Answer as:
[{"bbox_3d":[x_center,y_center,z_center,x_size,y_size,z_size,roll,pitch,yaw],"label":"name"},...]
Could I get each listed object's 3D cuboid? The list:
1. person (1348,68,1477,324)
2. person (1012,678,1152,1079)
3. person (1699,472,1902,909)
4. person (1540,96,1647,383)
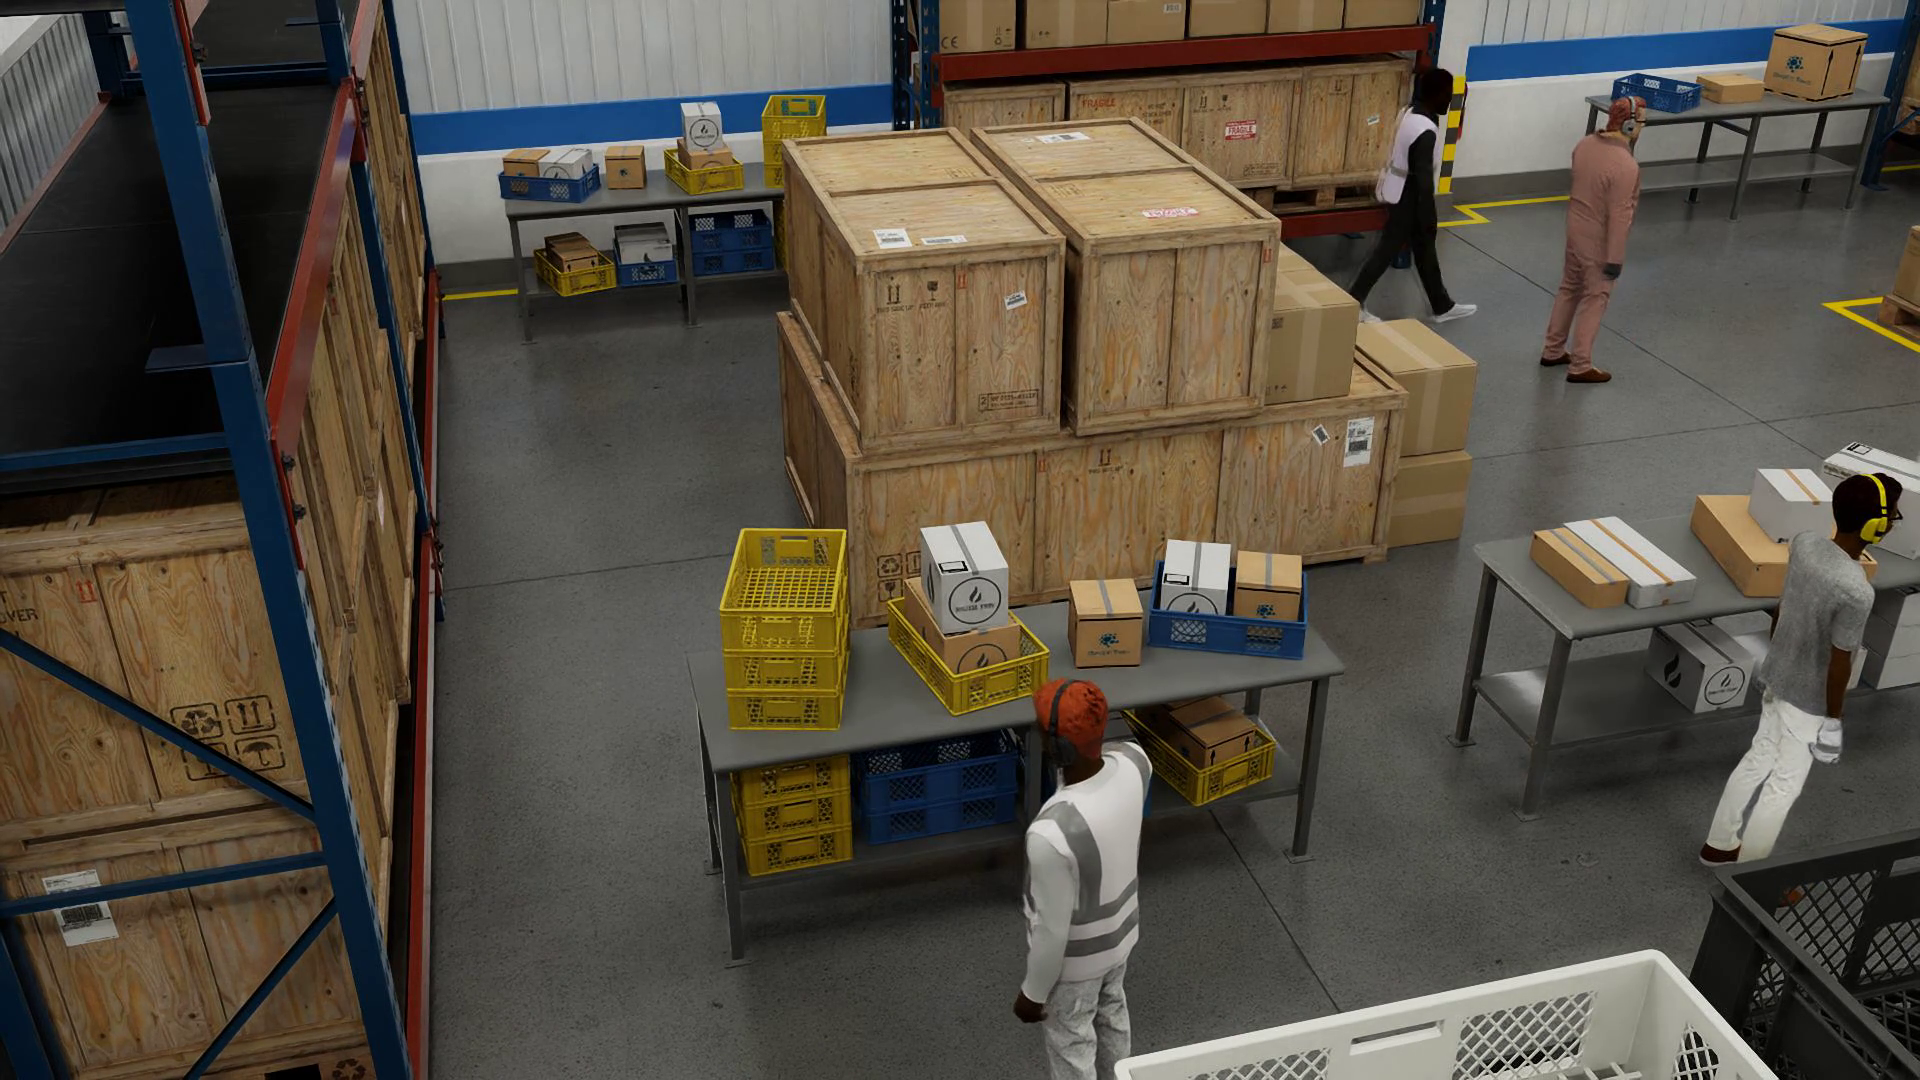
[{"bbox_3d":[3.263,-2.410,11.823,1.004,1.860,0.626,4,29,7],"label":"person"},{"bbox_3d":[0.366,1.241,5.173,0.357,1.886,0.574,18,34,30],"label":"person"},{"bbox_3d":[3.236,0.591,6.386,0.317,1.862,0.518,0,29,0],"label":"person"},{"bbox_3d":[4.239,-1.989,11.028,0.400,1.900,0.653,-5,29,-10],"label":"person"}]
